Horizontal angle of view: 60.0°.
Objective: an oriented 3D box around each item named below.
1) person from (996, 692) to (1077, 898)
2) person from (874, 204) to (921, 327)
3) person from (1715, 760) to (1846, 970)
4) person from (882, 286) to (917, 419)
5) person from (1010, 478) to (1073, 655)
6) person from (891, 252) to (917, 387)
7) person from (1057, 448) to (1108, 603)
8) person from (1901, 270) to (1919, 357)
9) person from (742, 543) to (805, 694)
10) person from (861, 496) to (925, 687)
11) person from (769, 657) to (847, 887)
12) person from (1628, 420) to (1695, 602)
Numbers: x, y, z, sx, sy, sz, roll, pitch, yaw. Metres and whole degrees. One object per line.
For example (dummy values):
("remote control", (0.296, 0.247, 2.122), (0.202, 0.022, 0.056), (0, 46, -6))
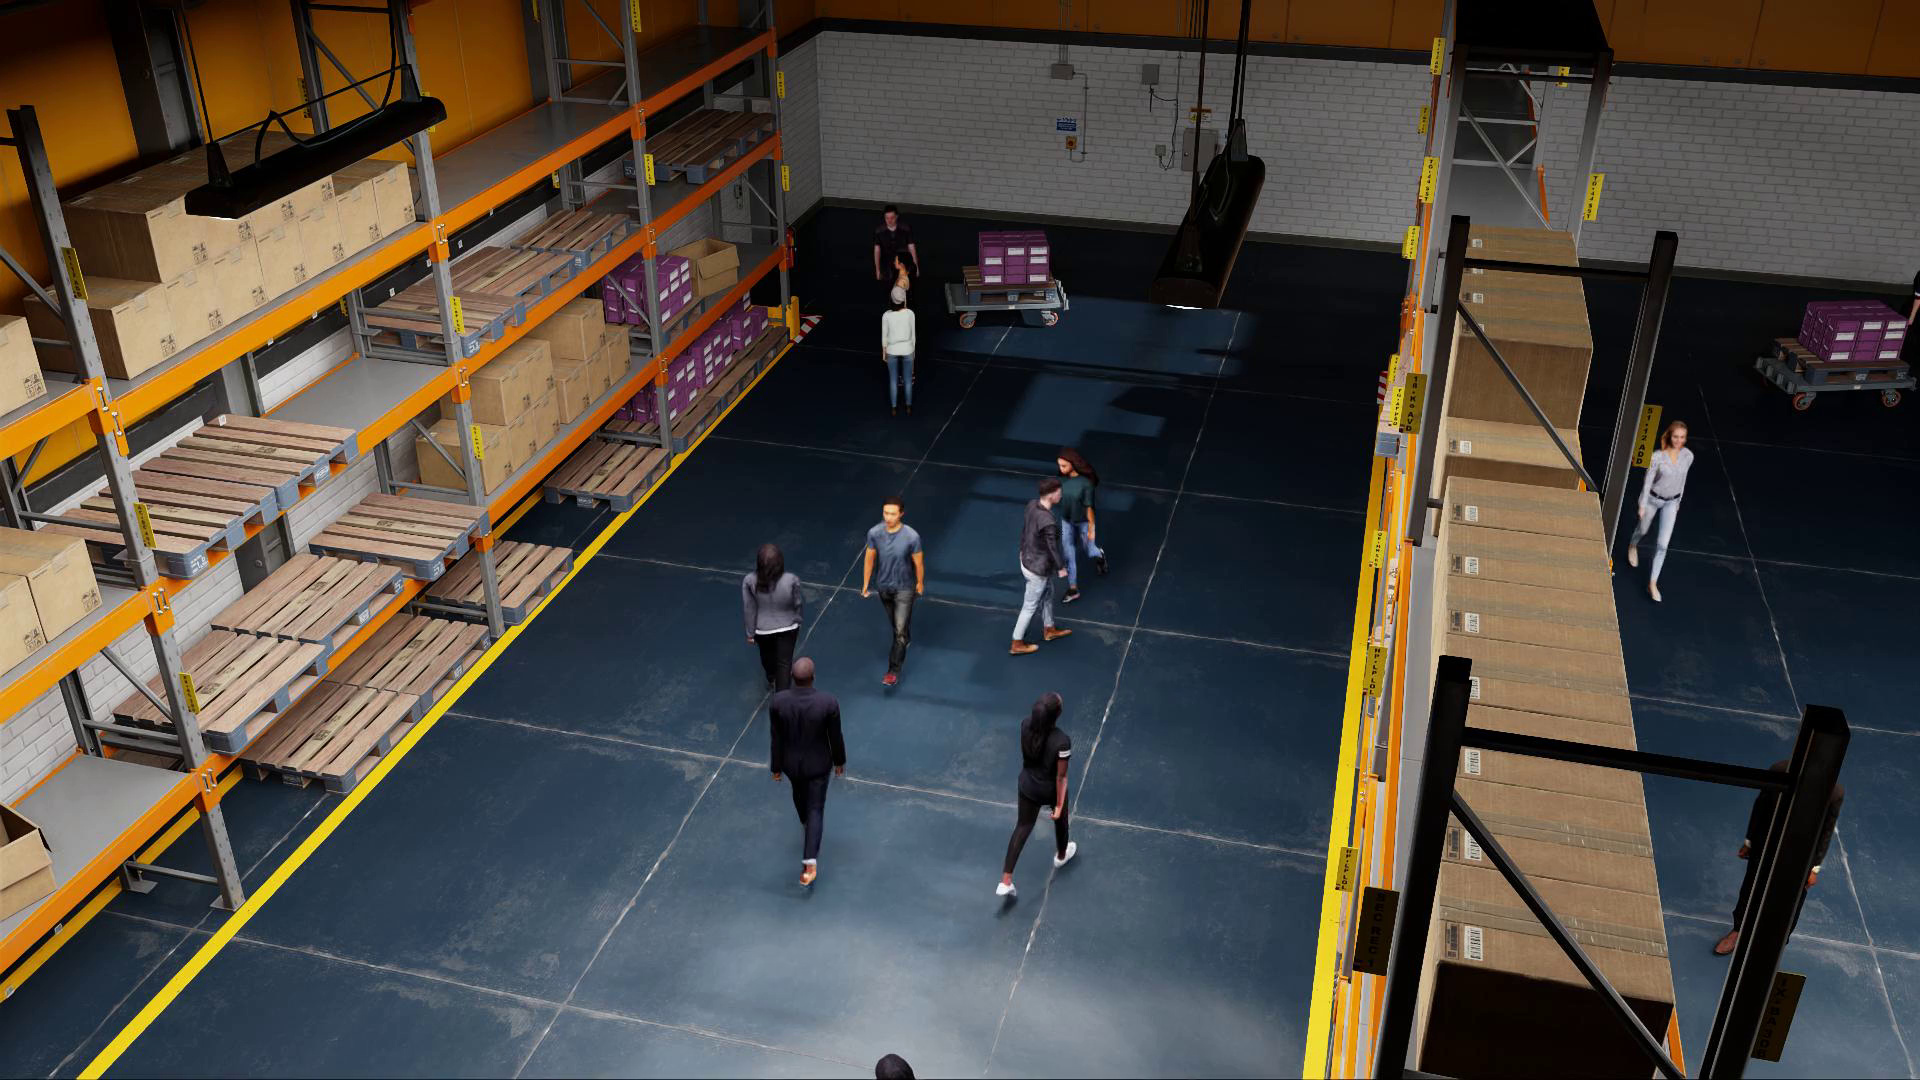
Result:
("person", (0.556, 1.900, 12.318), (0.860, 1.694, 1.243), (17, 33, 28))
("person", (-0.829, -3.654, 22.356), (0.797, 1.830, 0.832), (3, 29, 5))
("person", (5.764, 2.164, 11.612), (0.780, 1.905, 0.778), (23, 36, 36))
("person", (-0.722, -2.283, 20.035), (0.623, 1.647, 0.610), (-3, 29, -6))
("person", (0.621, 0.267, 15.190), (0.975, 1.810, 0.961), (-8, 30, -15))
("person", (-0.686, -2.785, 20.869), (0.638, 1.730, 0.490), (5, 29, 9))
("person", (1.198, -0.193, 16.272), (0.823, 1.582, 1.065), (16, 32, 26))
("person", (12.093, -2.899, 21.223), (0.806, 1.591, 1.072), (13, 31, 22))
("person", (-1.617, 0.791, 14.489), (0.848, 1.561, 1.121), (0, 29, -1))
("person", (-0.552, 0.367, 15.052), (0.726, 1.767, 1.138), (10, 30, 17))
("person", (-1.162, 1.757, 12.498), (0.805, 1.773, 1.222), (3, 29, 6))
("person", (6.873, -0.374, 16.427), (0.797, 1.750, 1.247), (1, 29, 3))
